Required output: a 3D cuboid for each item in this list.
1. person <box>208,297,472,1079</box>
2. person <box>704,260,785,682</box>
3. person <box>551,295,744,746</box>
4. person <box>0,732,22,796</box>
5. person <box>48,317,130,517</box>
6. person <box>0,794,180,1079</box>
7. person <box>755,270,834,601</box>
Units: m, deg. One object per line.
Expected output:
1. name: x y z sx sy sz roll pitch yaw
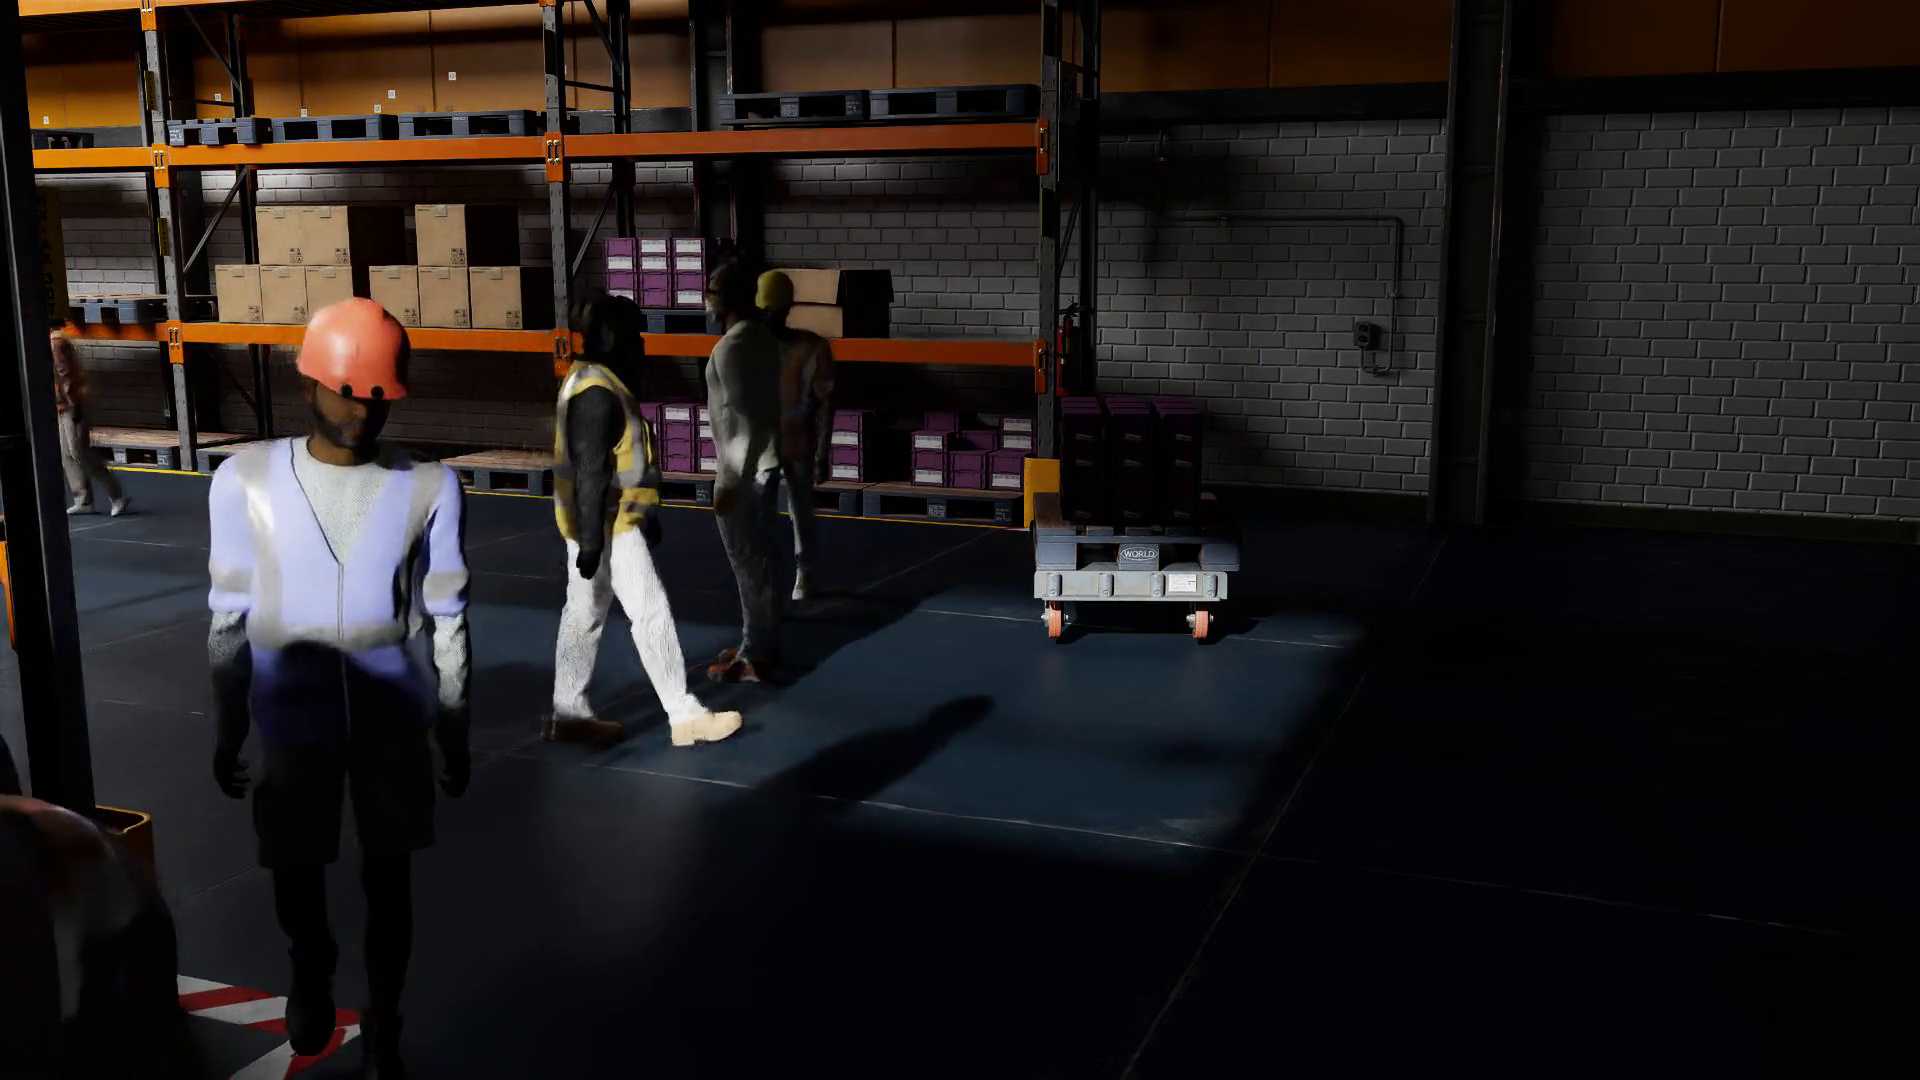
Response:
1. person: -1.406 0.395 3.820 0.567 1.910 0.597 -4 11 -22
2. person: -0.995 -0.312 7.683 0.353 1.937 0.635 1 10 6
3. person: -1.274 -0.063 6.673 0.865 1.811 0.629 -3 10 -14
4. person: -0.934 0.810 1.555 0.802 1.901 0.620 -1 10 -4
5. person: -6.488 -0.971 12.265 0.563 1.607 0.571 -6 12 -30
6. person: -0.753 0.843 1.077 0.540 2.011 0.634 4 11 20
7. person: -0.970 -0.527 9.053 0.587 1.885 0.913 0 10 -1
